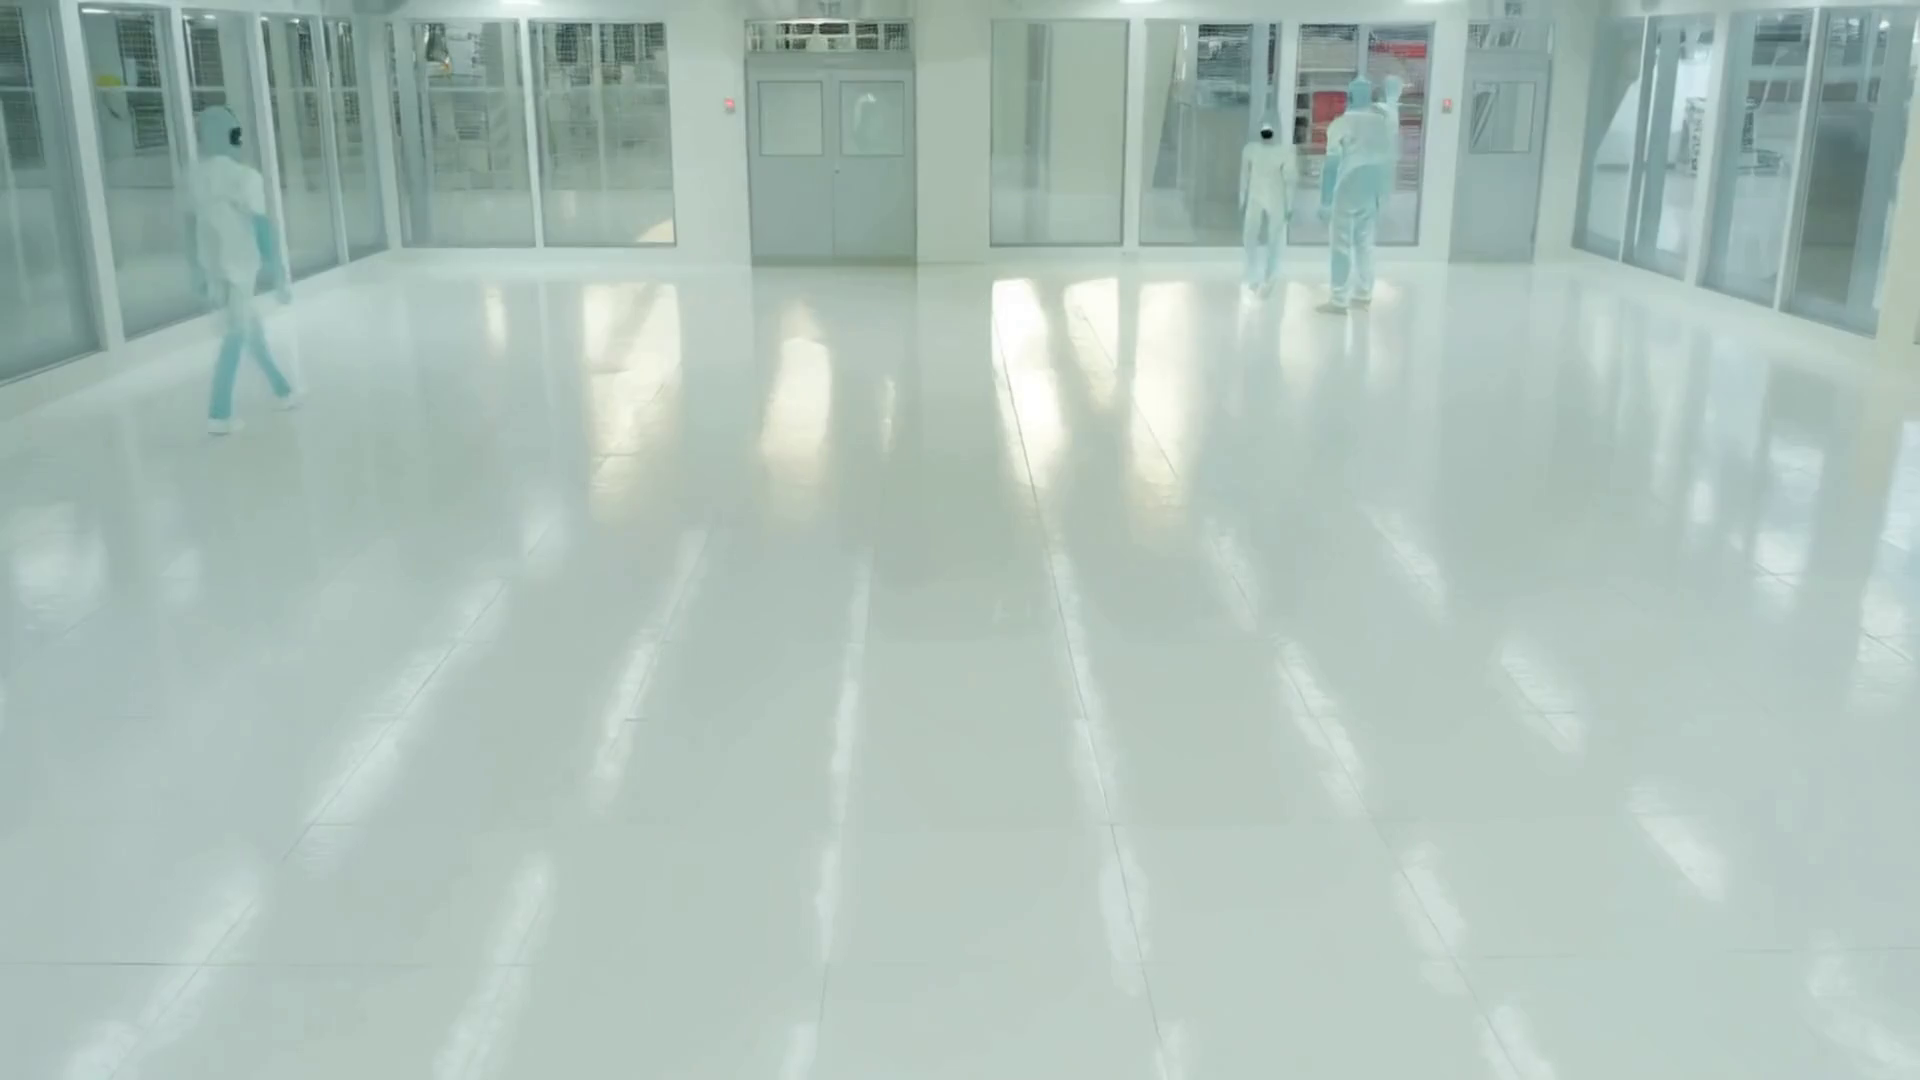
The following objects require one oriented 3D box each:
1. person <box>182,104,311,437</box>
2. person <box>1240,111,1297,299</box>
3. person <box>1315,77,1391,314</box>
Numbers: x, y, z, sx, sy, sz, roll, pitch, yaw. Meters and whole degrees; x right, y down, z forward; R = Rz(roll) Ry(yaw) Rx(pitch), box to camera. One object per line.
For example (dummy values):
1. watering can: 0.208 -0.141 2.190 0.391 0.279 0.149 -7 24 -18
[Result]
1. person: -4.105 -1.553 9.537 0.554 1.819 0.990 5 17 17
2. person: 2.665 -2.899 14.456 0.520 1.611 0.408 8 18 25
3. person: 3.207 -2.820 13.699 0.642 1.909 0.399 -9 19 -28
